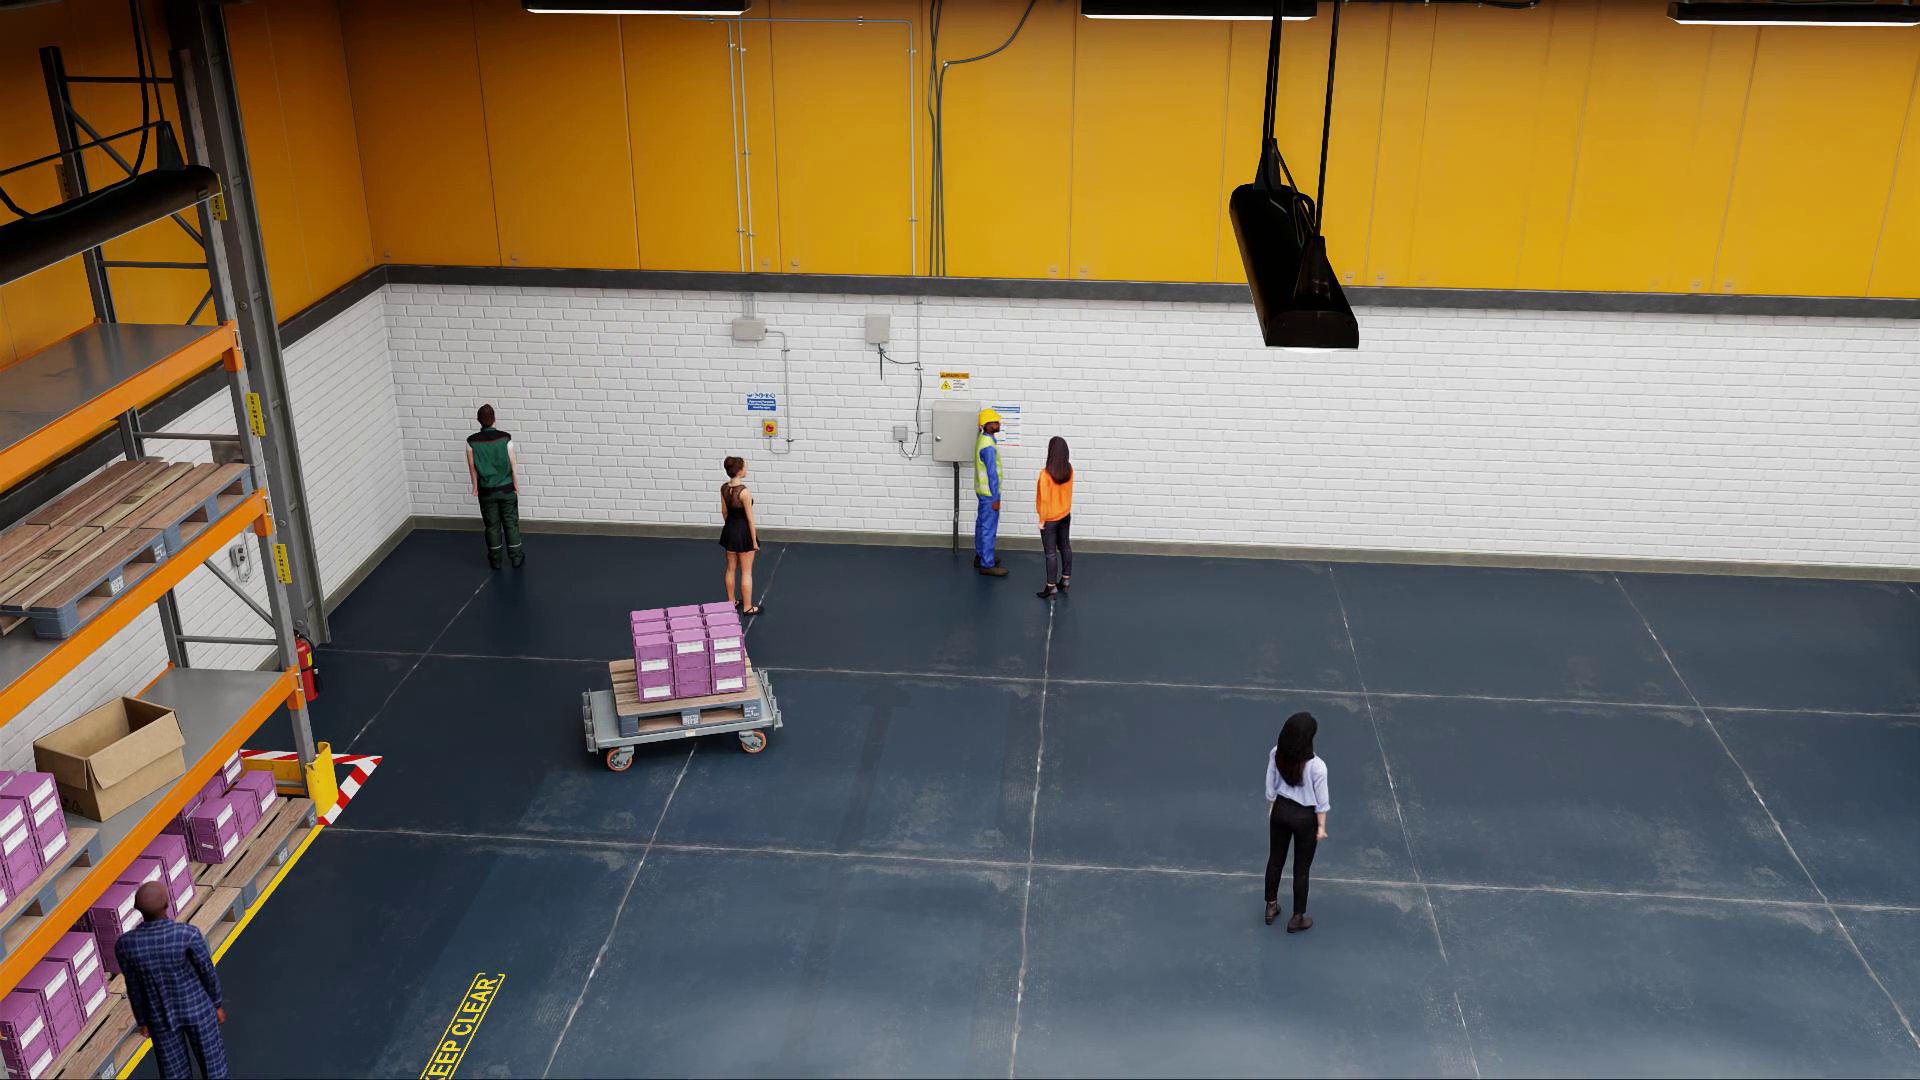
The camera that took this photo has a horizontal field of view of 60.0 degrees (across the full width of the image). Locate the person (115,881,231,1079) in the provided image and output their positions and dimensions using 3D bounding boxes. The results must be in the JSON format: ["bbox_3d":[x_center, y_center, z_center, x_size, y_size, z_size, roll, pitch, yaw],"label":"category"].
[{"bbox_3d":[-4.656,2.801,9.923,0.742,1.820,0.731,-7,24,-15],"label":"person"}]

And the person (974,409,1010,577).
[{"bbox_3d":[0.301,-0.526,17.543,0.778,1.812,0.601,-3,24,-8],"label":"person"}]

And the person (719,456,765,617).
[{"bbox_3d":[-2.216,-0.057,16.642,0.681,1.675,0.718,18,29,35],"label":"person"}]

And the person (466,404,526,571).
[{"bbox_3d":[-4.912,-0.570,17.605,0.711,1.843,0.697,-6,24,-12],"label":"person"}]

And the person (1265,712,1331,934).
[{"bbox_3d":[2.378,2.000,11.850,0.732,1.744,0.751,19,30,36],"label":"person"}]

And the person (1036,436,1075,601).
[{"bbox_3d":[0.976,-0.236,16.960,0.766,1.748,0.691,22,32,40],"label":"person"}]
